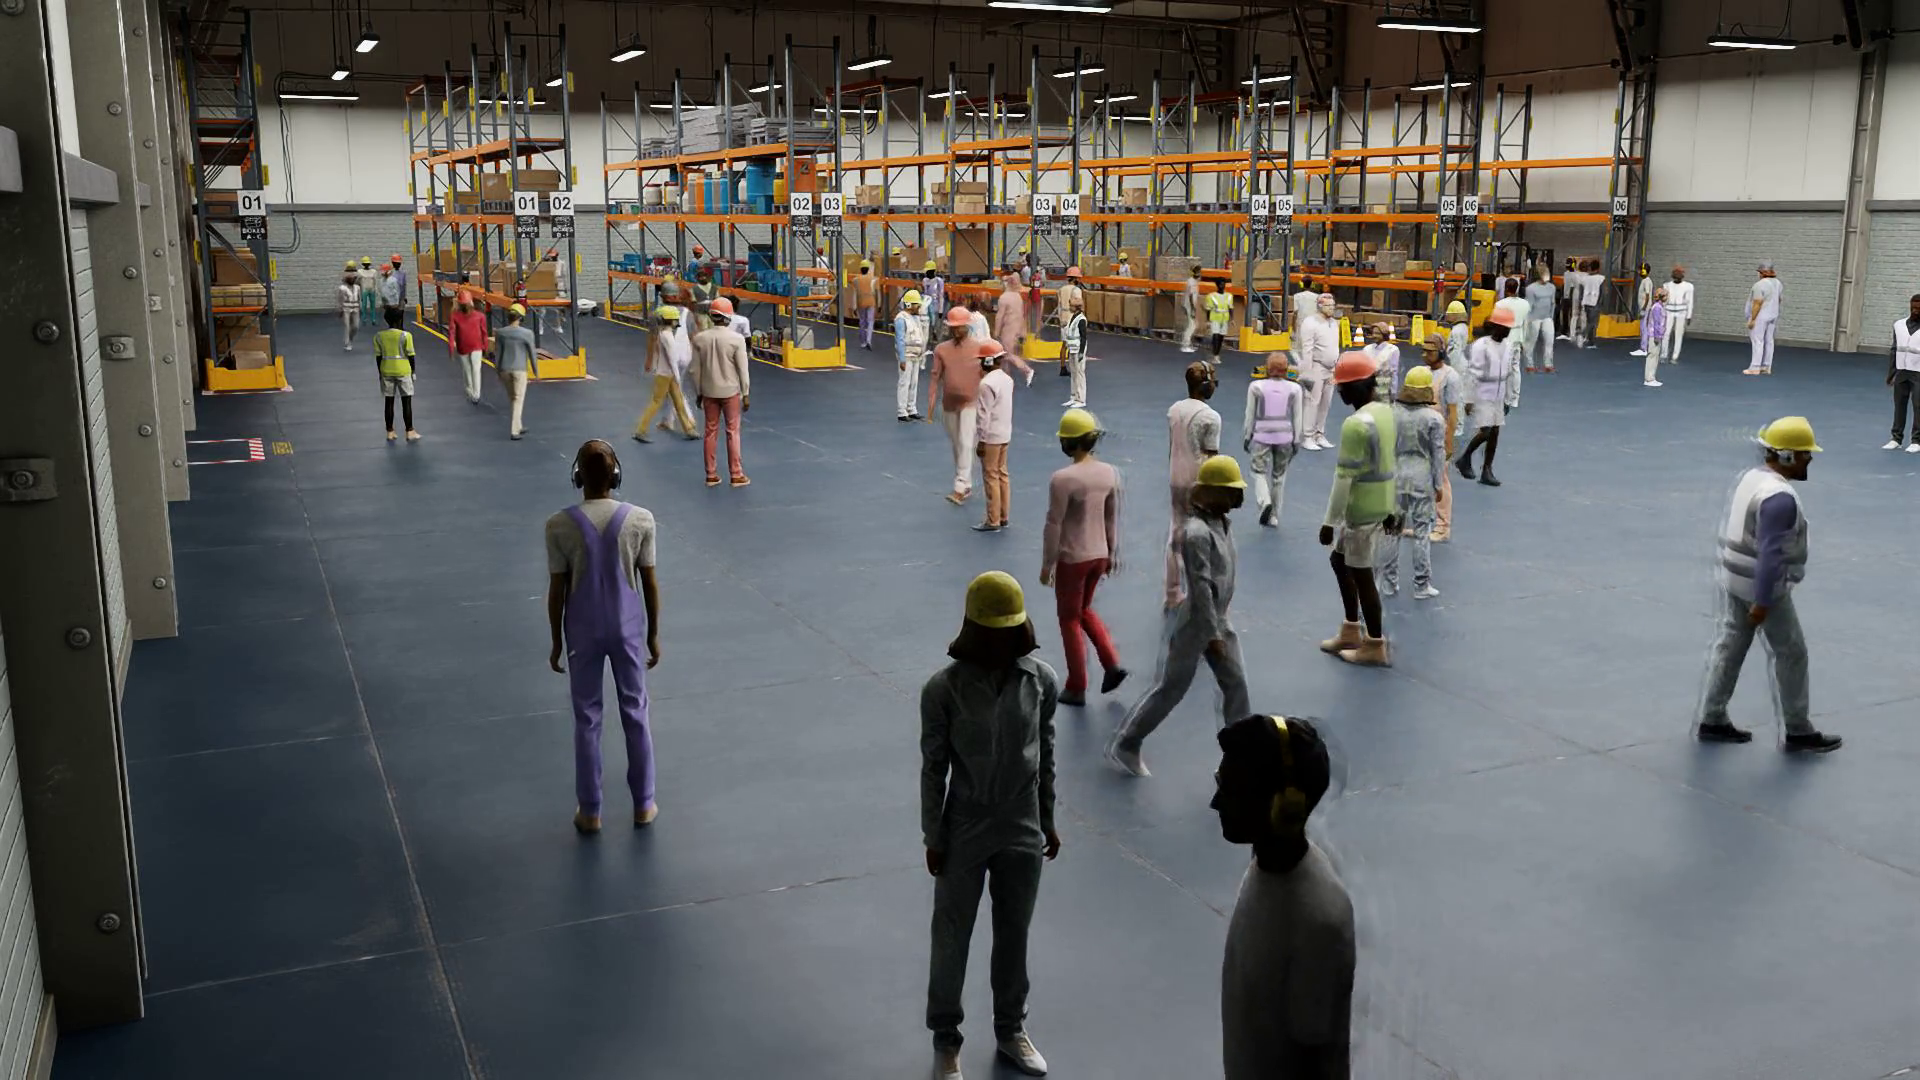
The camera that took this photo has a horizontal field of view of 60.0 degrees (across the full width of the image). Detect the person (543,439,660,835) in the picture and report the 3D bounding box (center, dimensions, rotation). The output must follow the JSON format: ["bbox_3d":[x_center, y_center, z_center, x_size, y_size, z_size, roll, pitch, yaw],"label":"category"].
[{"bbox_3d":[-1.653,0.452,7.731,0.506,1.845,0.342,-3,12,-16],"label":"person"}]

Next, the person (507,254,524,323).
[{"bbox_3d":[-11.646,-6.552,43.389,0.555,1.812,0.703,-8,14,-36],"label":"person"}]

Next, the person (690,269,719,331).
[{"bbox_3d":[-4.936,-4.342,32.168,0.602,1.815,0.696,-7,13,-31],"label":"person"}]

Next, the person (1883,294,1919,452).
[{"bbox_3d":[11.553,-2.023,20.151,0.397,1.911,0.587,-6,13,-30],"label":"person"}]

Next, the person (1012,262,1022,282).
[{"bbox_3d":[1.437,-6.256,42.392,0.287,1.627,0.506,-2,11,-9],"label":"person"}]

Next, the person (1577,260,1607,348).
[{"bbox_3d":[13.369,-4.987,35.251,0.796,1.900,0.591,-7,13,-33],"label":"person"}]

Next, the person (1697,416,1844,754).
[{"bbox_3d":[4.419,0.237,8.915,0.802,1.798,0.612,2,11,9],"label":"person"}]

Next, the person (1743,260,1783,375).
[{"bbox_3d":[14.344,-3.990,29.810,0.688,2.000,0.536,-6,13,-29],"label":"person"}]

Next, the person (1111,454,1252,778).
[{"bbox_3d":[1.189,0.406,8.336,0.895,1.702,0.496,7,13,33],"label":"person"}]

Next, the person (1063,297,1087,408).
[{"bbox_3d":[1.727,-2.779,24.682,0.307,1.636,0.525,-3,12,-17],"label":"person"}]

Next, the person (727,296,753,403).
[{"bbox_3d":[-3.352,-2.808,24.781,0.546,1.646,0.860,3,12,15],"label":"person"}]

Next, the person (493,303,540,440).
[{"bbox_3d":[-5.670,-2.155,21.281,0.532,1.724,0.574,2,11,12],"label":"person"}]

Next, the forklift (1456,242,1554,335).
[{"bbox_3d":[13.047,-6.049,39.881,2.313,2.155,1.214,-5,12,-23],"label":"forklift"}]

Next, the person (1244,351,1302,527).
[{"bbox_3d":[2.852,-0.896,15.123,0.520,1.630,0.509,0,11,2],"label":"person"}]

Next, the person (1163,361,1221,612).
[{"bbox_3d":[1.671,-0.355,11.870,0.343,1.839,0.502,-8,14,-36],"label":"person"}]

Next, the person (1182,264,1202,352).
[{"bbox_3d":[4.817,-4.793,34.438,0.467,1.827,0.593,4,12,18],"label":"person"}]

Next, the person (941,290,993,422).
[{"bbox_3d":[0.183,-2.387,22.131,0.780,1.859,0.586,2,11,11],"label":"person"}]

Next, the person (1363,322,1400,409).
[{"bbox_3d":[4.847,-1.703,19.236,0.318,1.628,0.509,-9,15,-40],"label":"person"}]

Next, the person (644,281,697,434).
[{"bbox_3d":[-3.751,-2.422,21.839,0.965,2.000,0.676,9,14,37],"label":"person"}]

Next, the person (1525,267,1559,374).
[{"bbox_3d":[10.416,-3.901,29.658,0.650,1.913,0.822,-3,12,-15],"label":"person"}]

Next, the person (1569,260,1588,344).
[{"bbox_3d":[13.710,-5.248,36.702,0.514,1.845,0.338,8,14,37],"label":"person"}]

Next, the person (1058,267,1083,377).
[{"bbox_3d":[1.970,-3.835,29.289,0.374,1.934,0.549,-9,14,-37],"label":"person"}]

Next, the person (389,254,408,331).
[{"bbox_3d":[-13.056,-5.667,38.634,0.401,1.928,0.543,7,13,31],"label":"person"}]

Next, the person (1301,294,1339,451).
[{"bbox_3d":[4.393,-2.045,20.327,0.737,1.910,0.449,-11,15,-44],"label":"person"}]

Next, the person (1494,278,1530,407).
[{"bbox_3d":[8.156,-2.926,24.713,0.593,1.920,0.391,-5,12,-22],"label":"person"}]

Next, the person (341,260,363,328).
[{"bbox_3d":[-15.063,-6.068,41.196,0.480,1.712,0.785,-2,11,-10],"label":"person"}]

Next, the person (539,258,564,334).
[{"bbox_3d":[-9.867,-5.836,39.797,0.744,1.820,0.539,-9,14,-38],"label":"person"}]

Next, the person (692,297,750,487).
[{"bbox_3d":[-2.505,-1.555,17.547,0.624,1.992,0.390,3,12,15],"label":"person"}]

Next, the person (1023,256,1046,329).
[{"bbox_3d":[1.863,-6.128,41.251,0.646,1.814,0.675,-2,11,-11],"label":"person"}]

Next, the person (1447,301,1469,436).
[{"bbox_3d":[6.430,-2.225,21.608,0.314,1.739,0.485,5,12,25],"label":"person"}]

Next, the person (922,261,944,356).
[{"bbox_3d":[-0.566,-4.691,33.696,0.585,1.918,0.410,11,15,44],"label":"person"}]

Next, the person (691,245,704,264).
[{"bbox_3d":[-6.863,-6.695,43.559,0.377,2.041,0.607,-1,11,-6],"label":"person"}]

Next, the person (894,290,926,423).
[{"bbox_3d":[-0.686,-2.526,22.933,0.403,1.825,0.591,5,12,23],"label":"person"}]

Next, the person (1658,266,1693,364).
[{"bbox_3d":[13.568,-4.245,31.560,0.598,1.850,0.843,7,13,33],"label":"person"}]
